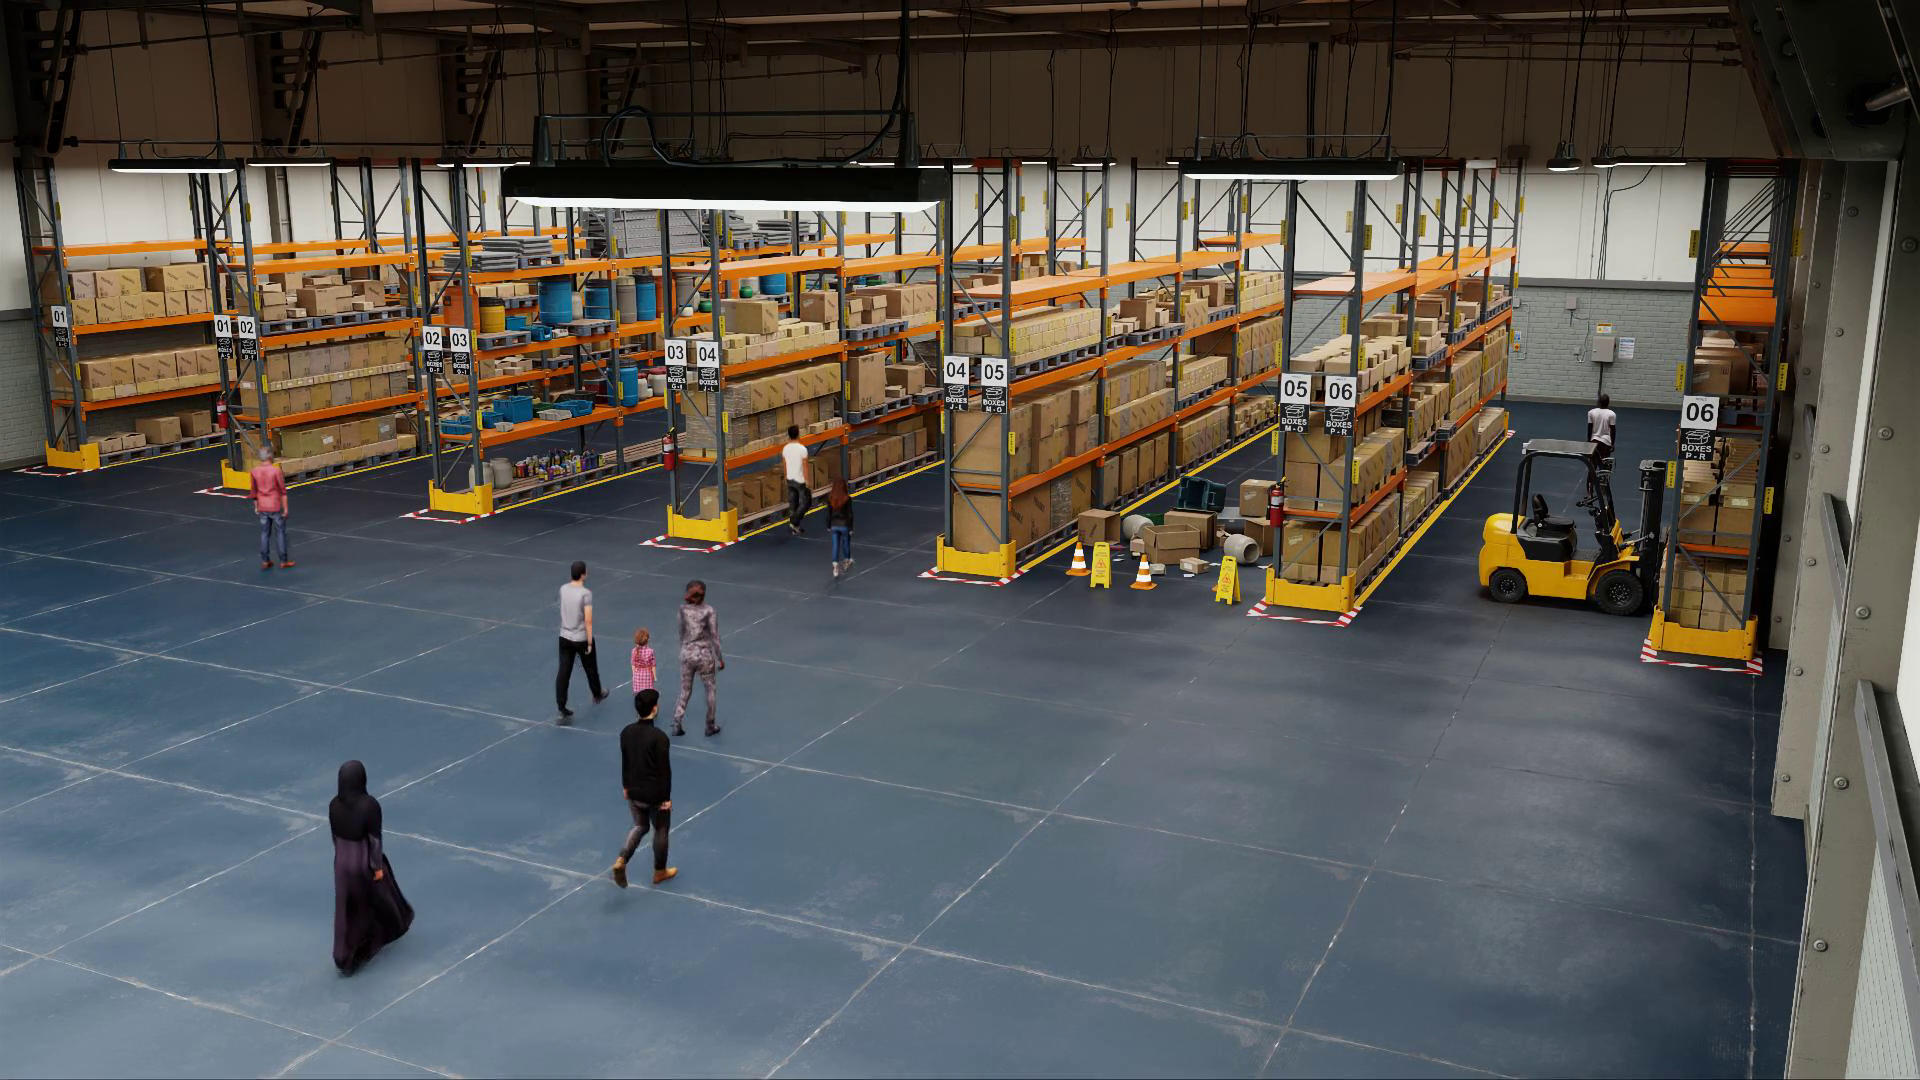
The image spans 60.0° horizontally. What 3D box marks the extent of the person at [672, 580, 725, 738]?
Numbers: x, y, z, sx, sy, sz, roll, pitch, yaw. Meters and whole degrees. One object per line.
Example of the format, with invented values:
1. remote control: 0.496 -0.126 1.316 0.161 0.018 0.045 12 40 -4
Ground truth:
1. person: -2.794 1.251 17.566 0.748 1.712 0.761 4 14 18

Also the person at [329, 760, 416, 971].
1. person: -4.597 2.458 12.587 0.777 1.607 1.137 3 13 13

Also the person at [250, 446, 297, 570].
1. person: -10.298 -0.494 24.842 0.756 1.829 0.675 1 13 6

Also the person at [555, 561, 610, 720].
1. person: -4.238 1.125 18.135 0.692 1.701 1.175 4 14 18

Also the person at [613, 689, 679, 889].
1. person: -2.647 2.109 13.878 0.679 1.706 0.907 7 15 28

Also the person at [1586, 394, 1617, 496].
1. person: 11.663 -1.755 30.274 0.706 1.836 0.617 10 16 37

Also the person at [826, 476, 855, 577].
1. person: -1.773 -0.172 24.320 0.781 1.439 1.036 1 13 6

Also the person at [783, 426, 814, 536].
1. person: -2.678 -0.942 26.841 0.678 1.801 0.728 8 15 30

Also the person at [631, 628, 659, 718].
1. person: -3.464 1.460 18.195 0.486 1.022 0.515 1 13 4
